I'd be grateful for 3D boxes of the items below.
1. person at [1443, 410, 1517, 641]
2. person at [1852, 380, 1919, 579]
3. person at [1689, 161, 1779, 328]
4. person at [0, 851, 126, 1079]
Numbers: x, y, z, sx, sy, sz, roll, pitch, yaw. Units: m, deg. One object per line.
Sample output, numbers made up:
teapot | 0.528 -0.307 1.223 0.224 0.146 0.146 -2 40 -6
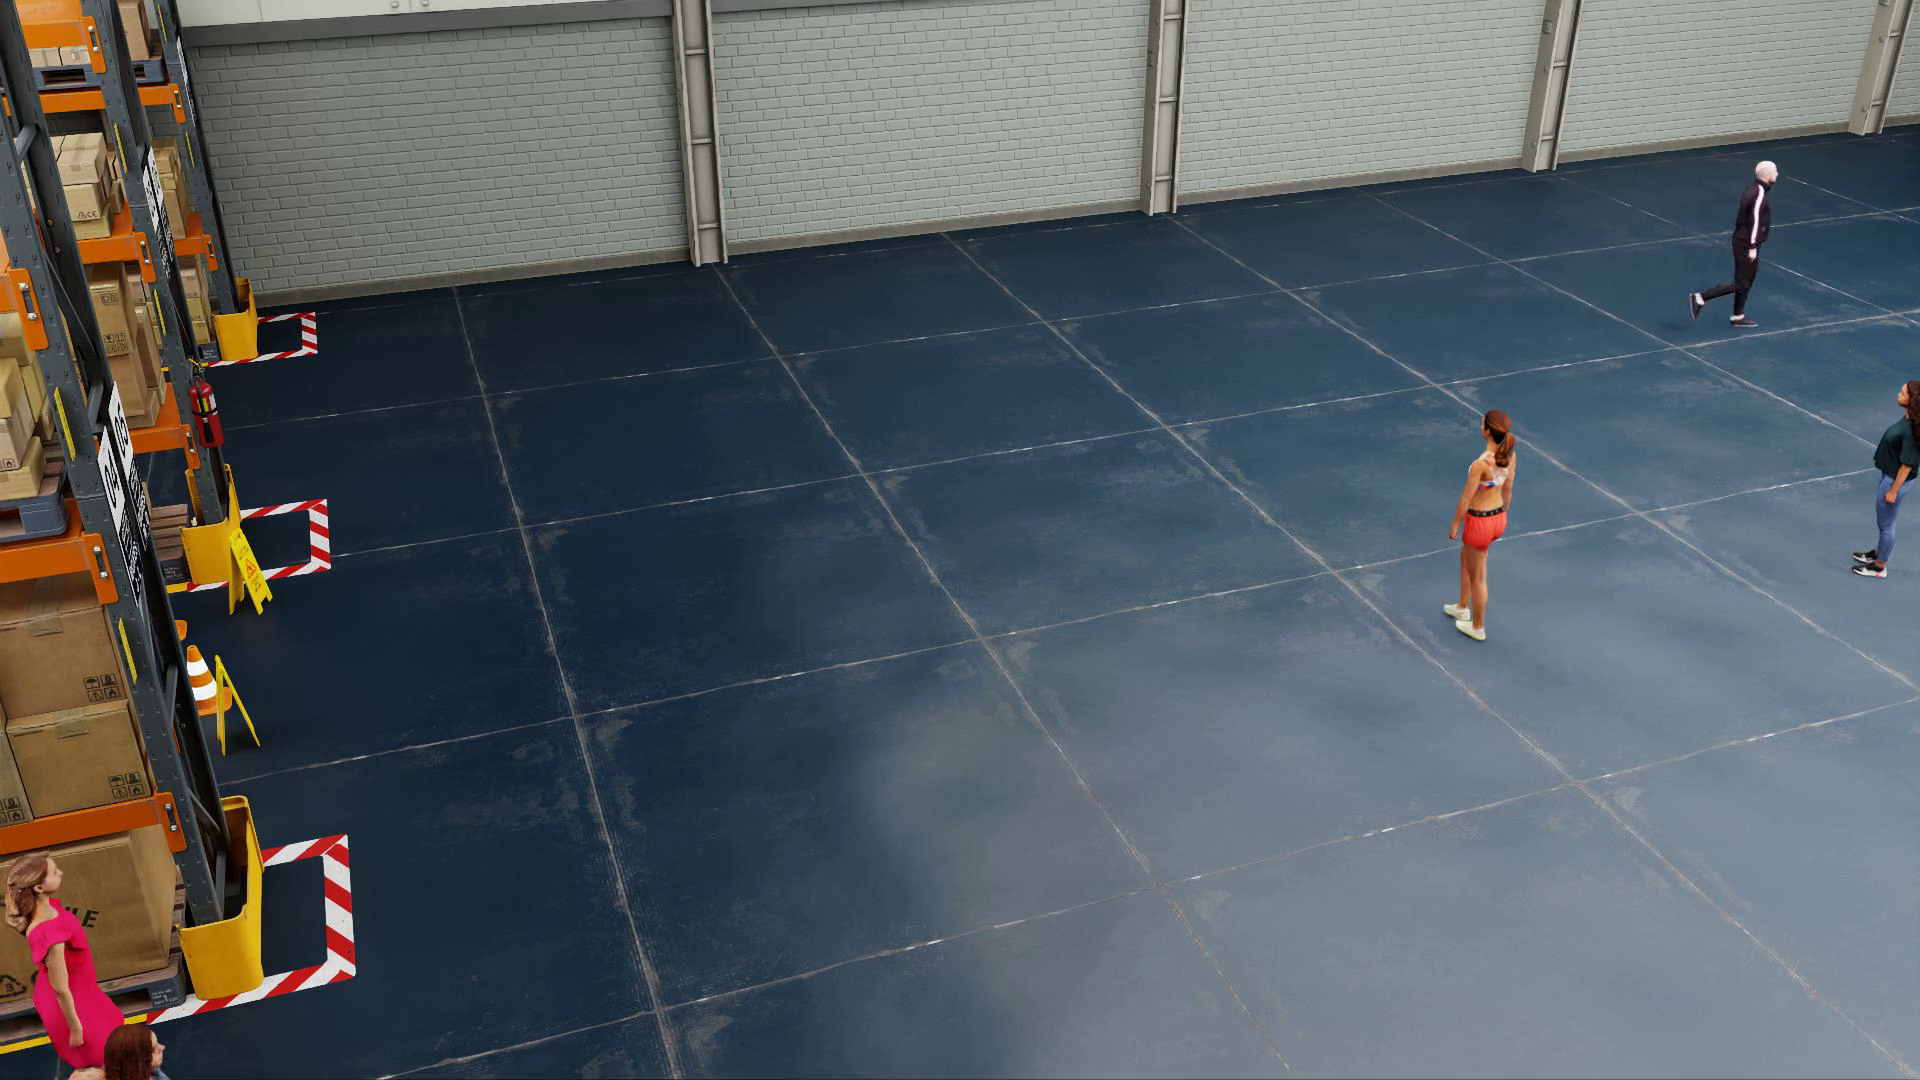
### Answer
person | 3.837 -0.065 11.987 0.689 1.782 0.740 -17 33 -29
person | 7.285 -0.477 12.936 0.774 1.615 0.706 15 31 25
person | 8.262 -3.109 17.666 1.122 1.816 1.027 9 29 16
person | -4.257 2.215 7.781 0.896 1.711 0.723 -20 34 -33
